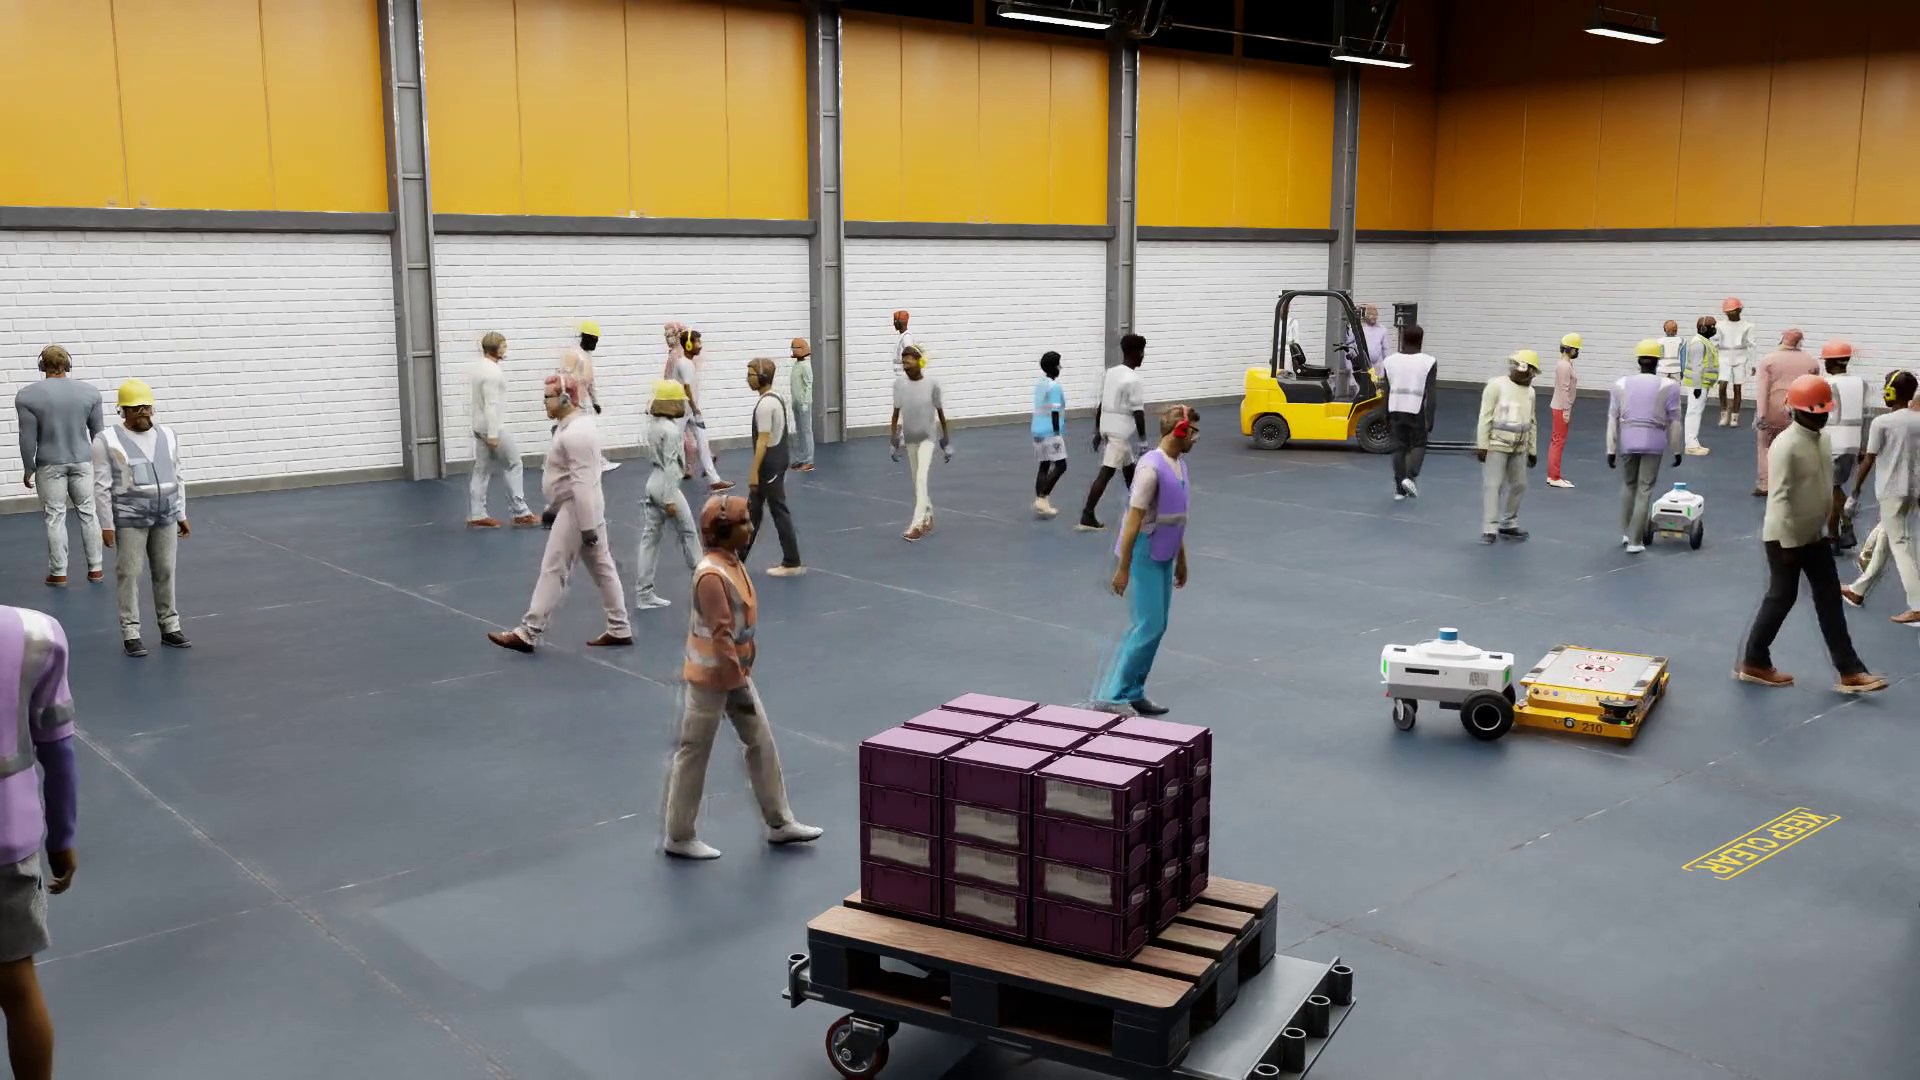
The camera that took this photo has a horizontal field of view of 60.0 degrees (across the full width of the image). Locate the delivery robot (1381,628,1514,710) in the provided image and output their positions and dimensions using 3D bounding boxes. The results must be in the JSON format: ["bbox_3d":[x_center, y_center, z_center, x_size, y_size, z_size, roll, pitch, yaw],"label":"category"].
[{"bbox_3d":[2.722,0.734,9.310,0.707,0.478,0.477,3,10,19],"label":"delivery robot"}]

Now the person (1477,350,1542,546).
[{"bbox_3d":[5.023,-0.842,15.250,0.667,1.783,0.405,-4,11,-24],"label":"person"}]

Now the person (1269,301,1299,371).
[{"bbox_3d":[5.509,-3.134,28.344,0.337,1.882,0.583,-7,12,-37],"label":"person"}]

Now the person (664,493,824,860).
[{"bbox_3d":[-0.951,0.608,7.212,0.775,1.611,0.512,1,10,6],"label":"person"}]

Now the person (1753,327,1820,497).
[{"bbox_3d":[8.922,-1.353,17.976,0.663,1.866,0.655,2,10,9],"label":"person"}]

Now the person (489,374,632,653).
[{"bbox_3d":[-2.671,-0.169,11.079,0.979,1.857,0.648,-1,10,-7],"label":"person"}]

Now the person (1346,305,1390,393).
[{"bbox_3d":[6.378,-2.706,25.881,0.669,1.869,0.824,-2,10,-11],"label":"person"}]

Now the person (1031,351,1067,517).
[{"bbox_3d":[0.866,-1.070,16.862,0.407,1.677,0.565,-4,10,-21],"label":"person"}]

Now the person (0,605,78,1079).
[{"bbox_3d":[-2.783,0.848,4.629,0.407,2.030,0.608,7,12,37],"label":"person"}]

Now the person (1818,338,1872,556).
[{"bbox_3d":[7.722,-0.818,14.688,0.562,1.915,0.467,-3,10,-17],"label":"person"}]

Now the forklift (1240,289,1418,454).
[{"bbox_3d":[5.034,-2.339,22.783,2.313,2.155,1.214,3,10,16],"label":"forklift"}]

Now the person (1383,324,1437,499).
[{"bbox_3d":[4.858,-1.375,18.007,0.595,1.905,0.433,6,11,32],"label":"person"}]

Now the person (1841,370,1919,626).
[{"bbox_3d":[6.767,-0.325,12.115,0.539,1.816,1.014,-3,10,-17],"label":"person"}]

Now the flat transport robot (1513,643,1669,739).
[{"bbox_3d":[3.693,0.857,9.698,0.652,0.197,1.431,6,11,30],"label":"flat transport robot"}]

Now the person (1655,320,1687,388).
[{"bbox_3d":[11.083,-2.617,26.025,0.514,1.645,0.307,1,10,8],"label":"person"}]

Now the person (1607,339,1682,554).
[{"bbox_3d":[6.153,-0.843,14.908,0.597,1.896,0.814,8,12,39],"label":"person"}]

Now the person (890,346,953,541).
[{"bbox_3d":[-0.354,-0.925,15.665,0.578,1.817,0.988,4,10,20],"label":"person"}]

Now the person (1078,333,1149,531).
[{"bbox_3d":[1.576,-1.038,16.026,1.057,1.896,0.619,-4,11,-23],"label":"person"}]

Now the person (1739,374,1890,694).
[{"bbox_3d":[5.124,-0.014,9.926,0.652,1.934,0.901,-7,12,-36],"label":"person"}]

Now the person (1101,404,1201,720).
[{"bbox_3d":[1.111,0.131,9.465,0.458,1.801,0.599,4,10,22],"label":"person"}]

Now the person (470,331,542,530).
[{"bbox_3d":[-4.380,-1.053,16.071,0.832,1.910,0.662,-5,11,-27],"label":"person"}]

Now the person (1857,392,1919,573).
[{"bbox_3d":[7.637,-0.434,13.371,0.500,1.596,0.842,-2,10,-12],"label":"person"}]

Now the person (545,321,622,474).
[{"bbox_3d":[-4.596,-1.711,20.128,1.023,1.842,0.594,1,10,3],"label":"person"}]

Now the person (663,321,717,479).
[{"bbox_3d":[-3.179,-1.611,19.442,0.574,1.879,0.682,1,10,5],"label":"person"}]

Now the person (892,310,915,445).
[{"bbox_3d":[-0.782,-2.269,23.280,0.358,1.885,0.572,-1,10,-8],"label":"person"}]

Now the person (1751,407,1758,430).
[{"bbox_3d":[9.169,-1.342,18.647,0.519,1.618,0.360,-4,10,-21],"label":"person"}]

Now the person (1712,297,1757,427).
[{"bbox_3d":[11.845,-2.703,25.481,0.660,1.993,0.786,5,11,29],"label":"person"}]

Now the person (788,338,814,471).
[{"bbox_3d":[-1.964,-1.669,20.497,0.278,1.634,0.498,-5,11,-25],"label":"person"}]

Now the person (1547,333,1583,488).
[{"bbox_3d":[6.928,-1.483,19.046,0.320,1.762,0.522,3,10,14],"label":"person"}]

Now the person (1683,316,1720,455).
[{"bbox_3d":[9.878,-2.057,22.168,0.430,1.845,0.624,6,11,31],"label":"person"}]

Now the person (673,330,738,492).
[{"bbox_3d":[-3.017,-1.410,18.457,0.970,1.818,0.517,1,10,3],"label":"person"}]

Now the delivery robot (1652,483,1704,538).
[{"bbox_3d":[6.587,-0.281,15.253,0.477,0.478,0.707,6,12,32],"label":"delivery robot"}]

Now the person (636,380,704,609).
[{"bbox_3d":[-2.093,-0.346,12.501,0.823,1.705,0.512,-6,11,-30],"label":"person"}]

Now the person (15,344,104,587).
[{"bbox_3d":[-7.172,-0.595,13.321,0.635,1.939,0.362,-8,13,-41],"label":"person"}]

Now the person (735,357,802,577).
[{"bbox_3d":[-1.694,-0.586,13.643,0.836,1.810,0.548,0,10,-1],"label":"person"}]

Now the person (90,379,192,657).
[{"bbox_3d":[-5.414,-0.155,11.055,0.404,1.831,0.600,7,12,36],"label":"person"}]
